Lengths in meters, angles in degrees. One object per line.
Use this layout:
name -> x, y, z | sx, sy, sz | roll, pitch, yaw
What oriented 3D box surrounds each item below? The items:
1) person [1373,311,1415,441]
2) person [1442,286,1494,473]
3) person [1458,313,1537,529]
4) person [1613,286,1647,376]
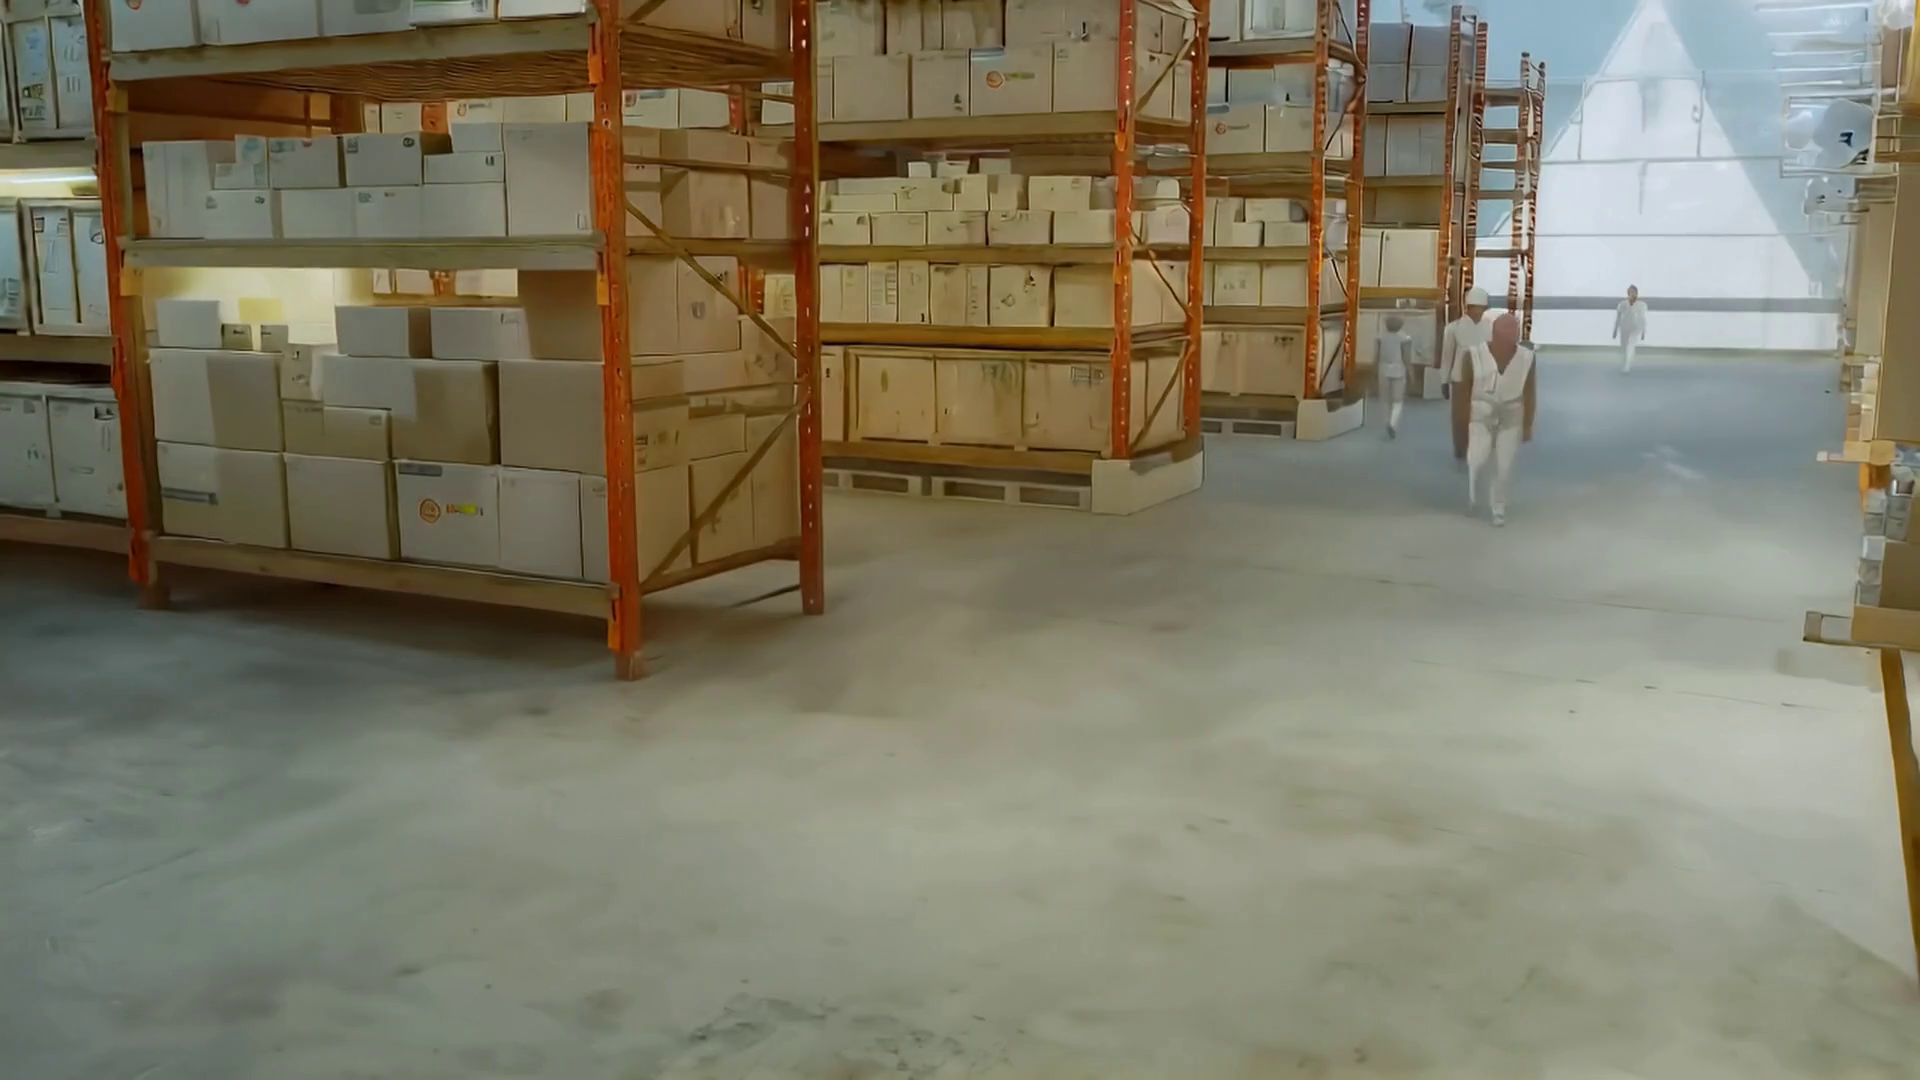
person -> 5.337, -2.010, 20.535 | 0.518, 1.622, 0.542 | 5, 11, 27
person -> 5.400, -1.670, 17.504 | 0.642, 1.975, 0.510 | 3, 10, 16
person -> 4.563, -1.008, 14.128 | 0.643, 1.828, 0.442 | 1, 10, 8
person -> 12.831, -4.005, 31.843 | 0.554, 1.710, 0.916 | 8, 13, 39
